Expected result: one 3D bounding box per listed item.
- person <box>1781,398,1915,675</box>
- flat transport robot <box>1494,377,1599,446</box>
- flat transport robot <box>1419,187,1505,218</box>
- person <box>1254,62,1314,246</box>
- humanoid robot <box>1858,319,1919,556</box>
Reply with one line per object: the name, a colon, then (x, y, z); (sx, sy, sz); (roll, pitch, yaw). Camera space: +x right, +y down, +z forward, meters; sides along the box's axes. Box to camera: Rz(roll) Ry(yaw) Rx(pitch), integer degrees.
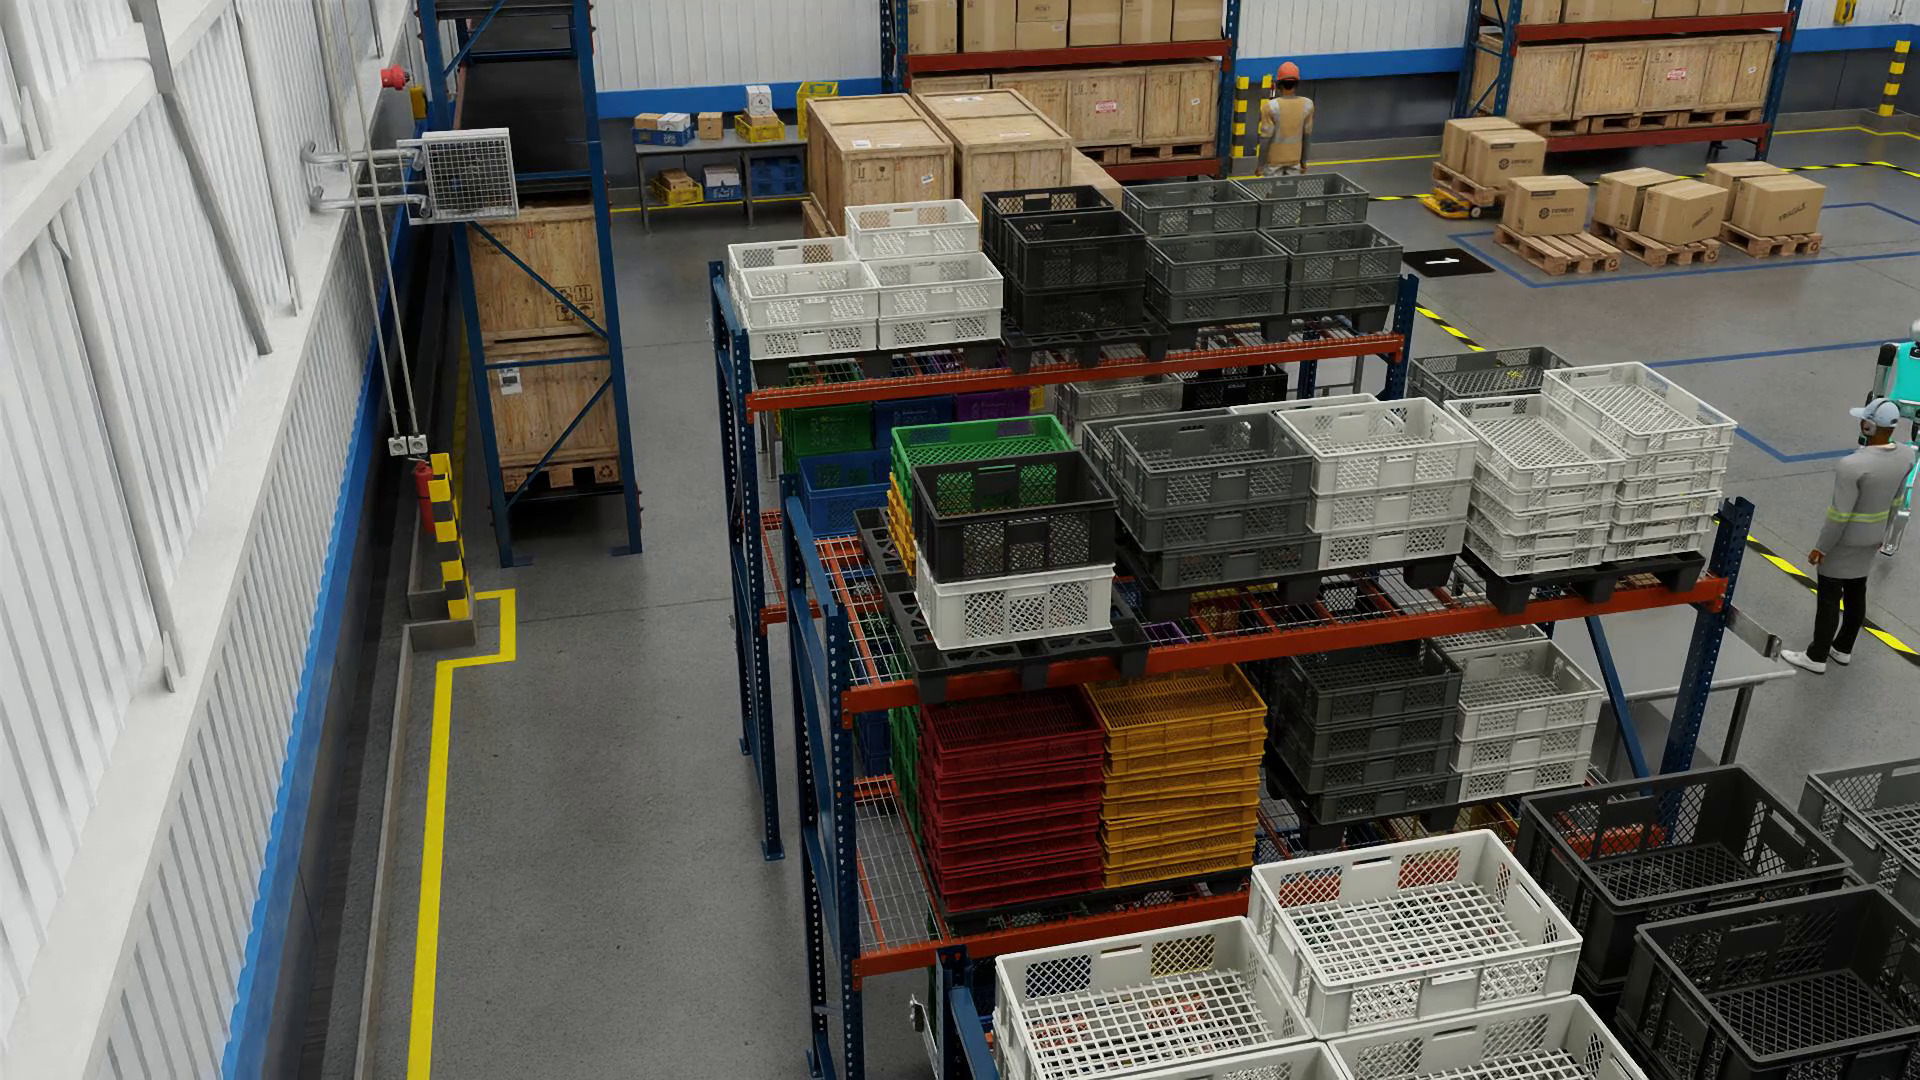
person: (5.558, -0.032, 10.410); (0.597, 1.850, 0.395); (-12, 30, -21)
flat transport robot: (4.780, -1.036, 14.013); (0.659, 0.231, 1.431); (-6, 28, -12)
flat transport robot: (6.244, -4.038, 19.678); (1.431, 0.197, 0.652); (-6, 28, -12)
person: (3.469, -4.119, 17.962); (0.613, 2.039, 0.384); (-8, 29, -15)
humanoid robot: (6.532, -0.649, 11.555); (0.533, 1.681, 0.735); (14, 31, 24)
